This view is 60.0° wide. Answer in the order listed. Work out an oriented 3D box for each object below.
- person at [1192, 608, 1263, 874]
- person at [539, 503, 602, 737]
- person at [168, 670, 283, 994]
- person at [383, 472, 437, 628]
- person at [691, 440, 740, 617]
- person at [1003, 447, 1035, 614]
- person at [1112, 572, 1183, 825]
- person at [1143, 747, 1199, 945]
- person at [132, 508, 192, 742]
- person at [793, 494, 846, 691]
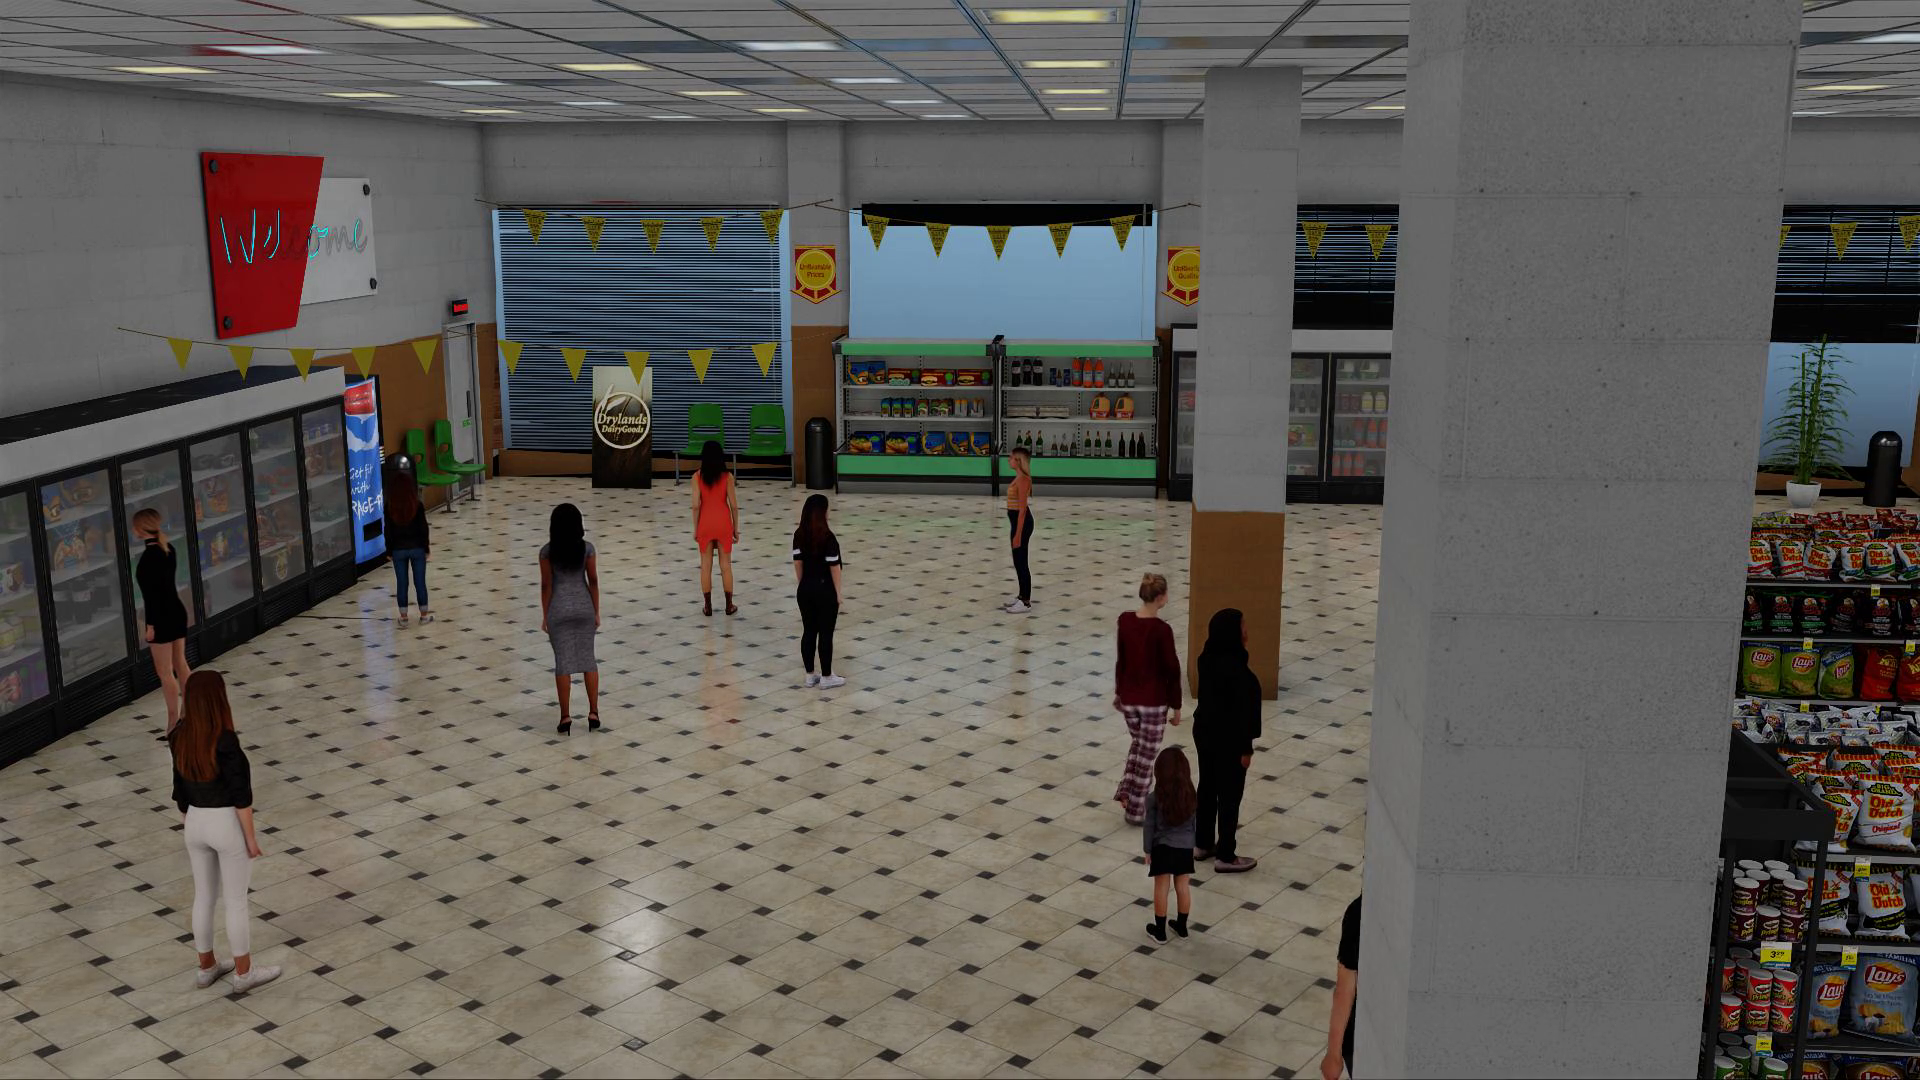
[{"bbox_3d":[1.598,1.208,10.123,0.783,1.617,0.757,-5,13,-24],"label":"person"},{"bbox_3d":[-2.954,0.595,12.635,0.608,1.781,0.728,-4,13,-20],"label":"person"},{"bbox_3d":[-3.830,1.491,8.568,0.532,1.704,0.703,4,13,18],"label":"person"},{"bbox_3d":[-5.245,0.080,15.803,0.539,1.483,0.680,-3,12,-13],"label":"person"},{"bbox_3d":[-2.387,-0.118,16.174,0.508,1.719,0.690,-1,12,-6],"label":"person"},{"bbox_3d":[0.593,-0.096,16.333,0.540,1.610,0.597,0,12,-2],"label":"person"},{"bbox_3d":[1.143,1.042,10.729,0.739,1.691,0.821,10,16,41],"label":"person"},{"bbox_3d":[1.169,1.671,9.165,0.468,1.105,0.578,-3,12,-16],"label":"person"},{"bbox_3d":[-6.004,0.626,12.523,0.541,1.767,0.575,0,12,1],"label":"person"},{"bbox_3d":[-1.178,0.422,13.800,0.659,1.639,0.759,7,14,30],"label":"person"}]
